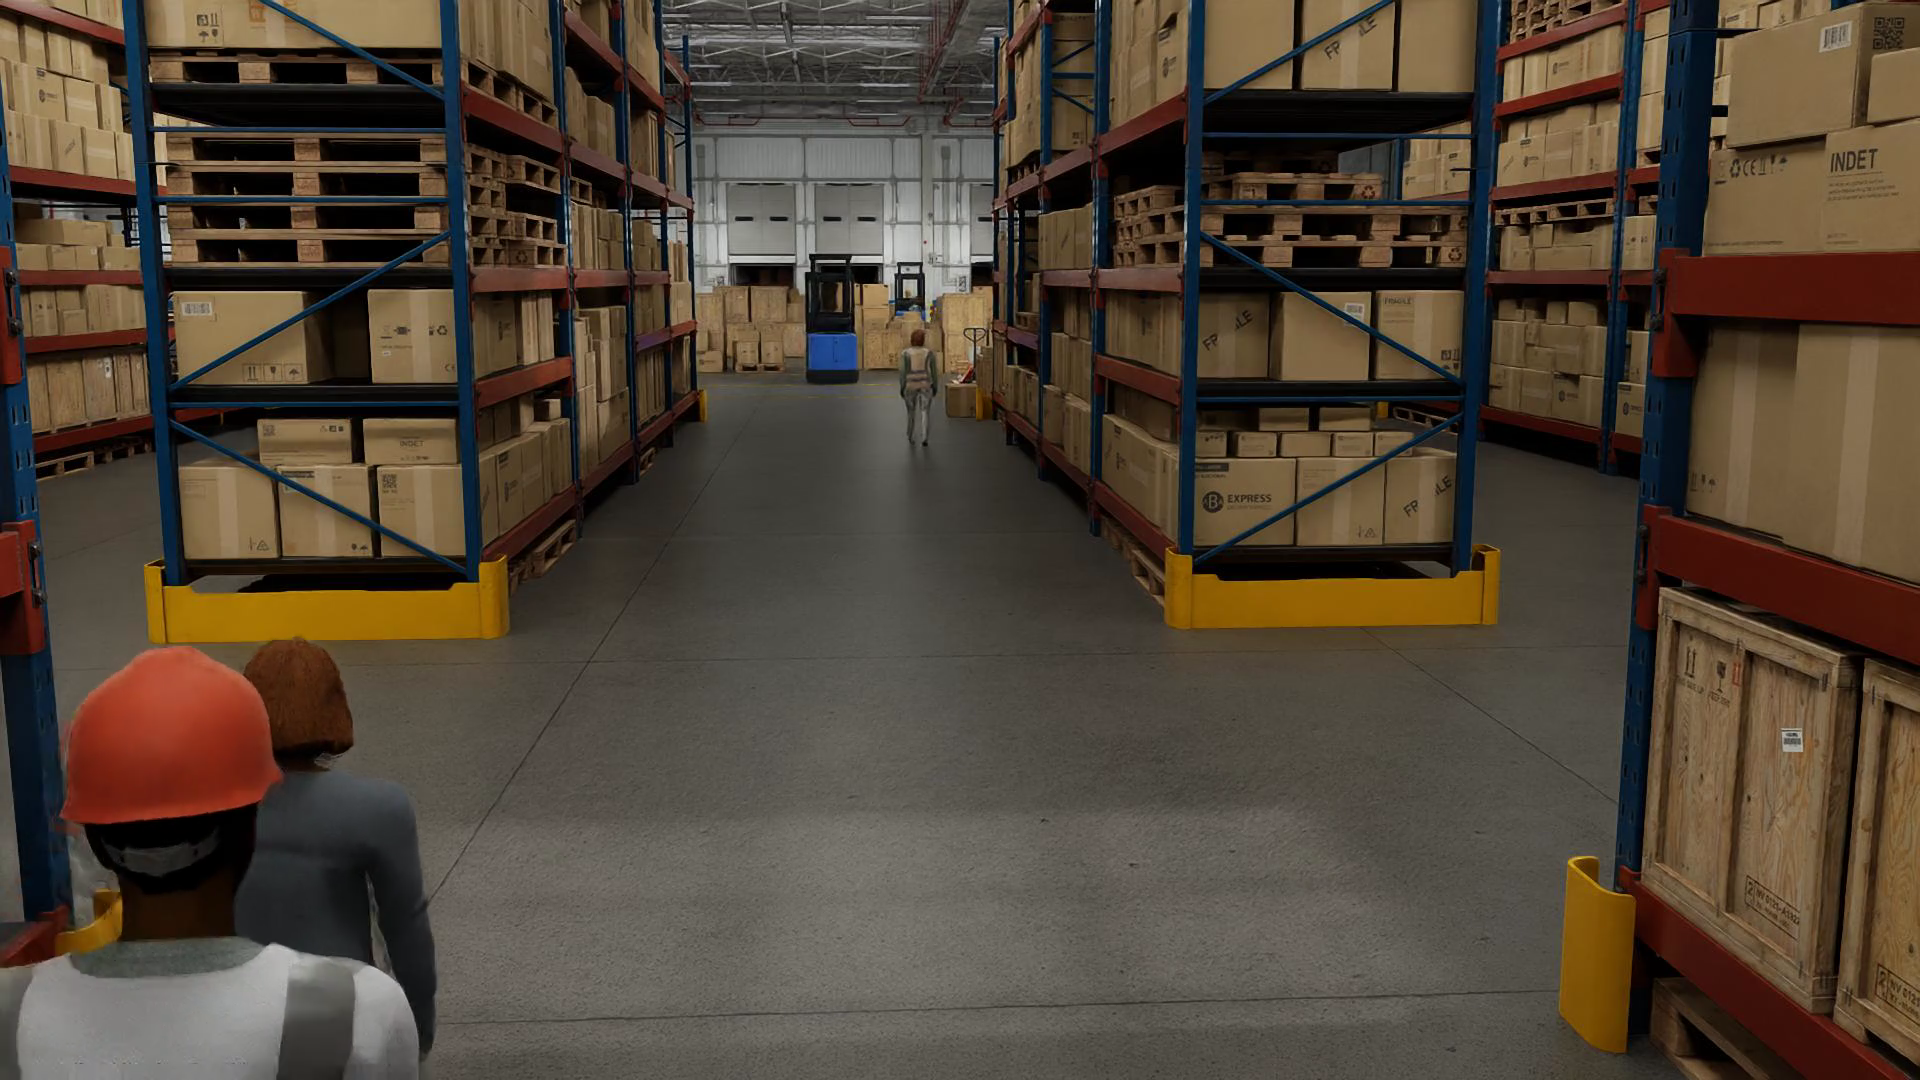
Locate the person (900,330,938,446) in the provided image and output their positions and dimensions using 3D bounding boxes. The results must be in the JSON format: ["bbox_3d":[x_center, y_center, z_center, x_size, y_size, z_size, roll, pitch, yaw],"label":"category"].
[{"bbox_3d":[-0.573,-2.117,23.135,0.534,1.598,0.856,-1,9,-6],"label":"person"}]

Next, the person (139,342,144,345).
[{"bbox_3d":[-26.638,-7.094,53.722,0.837,1.818,0.632,4,10,21],"label":"person"}]

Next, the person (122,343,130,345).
[{"bbox_3d":[-24.677,-6.398,49.064,0.591,1.913,0.415,2,9,13],"label":"person"}]

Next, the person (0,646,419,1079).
[{"bbox_3d":[-0.925,1.083,2.051,0.547,1.920,0.431,-2,9,-15],"label":"person"}]

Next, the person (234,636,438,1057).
[{"bbox_3d":[-1.377,0.995,3.520,0.536,1.610,0.620,-1,9,-9],"label":"person"}]

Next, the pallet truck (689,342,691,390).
[{"bbox_3d":[-5.225,-3.008,27.480,1.885,1.965,0.823,2,9,14],"label":"pallet truck"}]

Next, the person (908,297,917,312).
[{"bbox_3d":[-1.526,-7.384,56.147,0.522,1.624,0.520,-4,10,-21],"label":"person"}]

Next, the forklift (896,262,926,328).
[{"bbox_3d":[-1.780,-8.547,59.499,1.129,2.768,1.873,-1,9,-4],"label":"forklift"}]

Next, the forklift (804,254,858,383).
[{"bbox_3d":[-2.846,-4.899,36.594,1.129,2.768,1.873,-1,9,-8],"label":"forklift"}]
